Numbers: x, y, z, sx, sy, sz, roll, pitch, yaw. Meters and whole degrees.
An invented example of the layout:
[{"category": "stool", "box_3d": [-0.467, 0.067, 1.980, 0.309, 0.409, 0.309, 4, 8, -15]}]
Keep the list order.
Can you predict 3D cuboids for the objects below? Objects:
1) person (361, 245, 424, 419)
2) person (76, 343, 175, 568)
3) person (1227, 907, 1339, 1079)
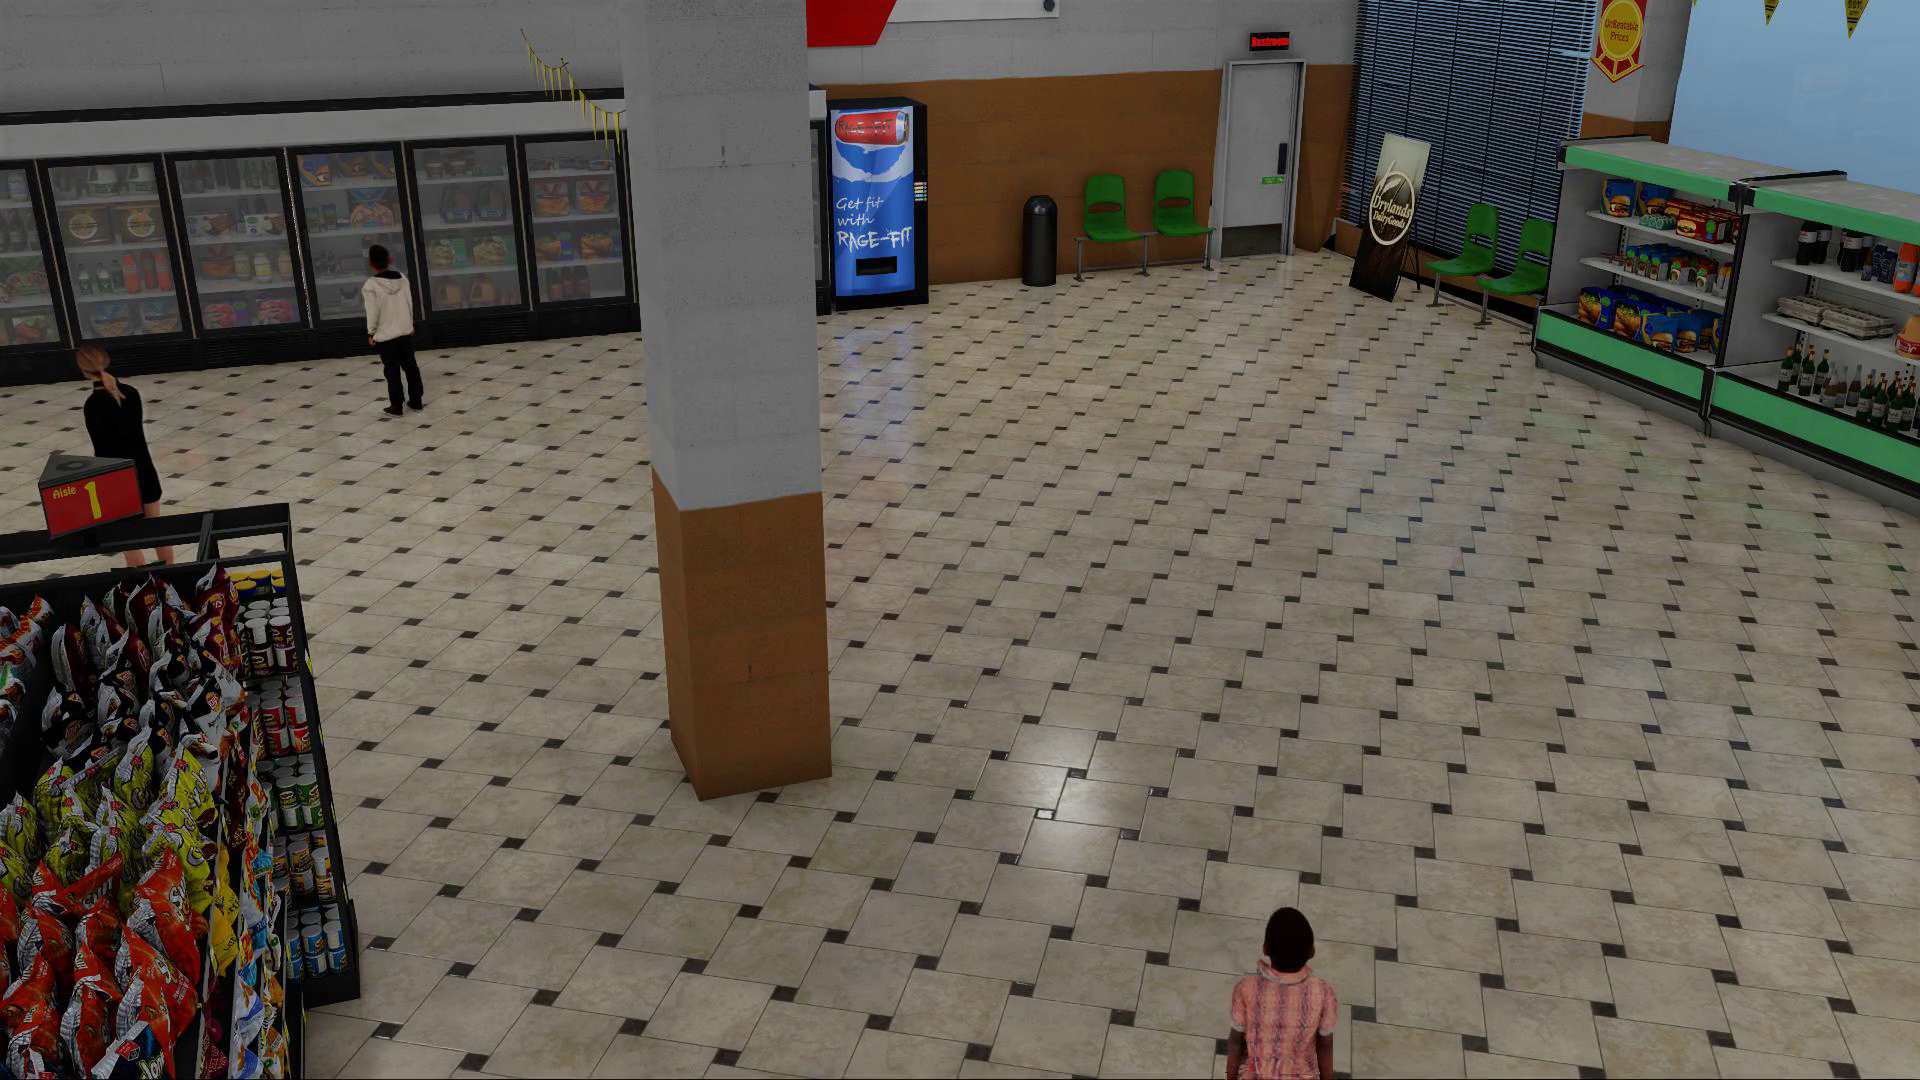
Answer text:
[{"category": "person", "box_3d": [-4.783, -1.765, 14.035, 0.646, 1.452, 0.647, 18, 28, 38]}, {"category": "person", "box_3d": [-5.048, -0.338, 10.062, 0.715, 1.767, 0.633, 6, 23, 15]}, {"category": "person", "box_3d": [1.039, 1.790, 5.396, 0.691, 1.298, 0.835, 2, 22, 5]}]
